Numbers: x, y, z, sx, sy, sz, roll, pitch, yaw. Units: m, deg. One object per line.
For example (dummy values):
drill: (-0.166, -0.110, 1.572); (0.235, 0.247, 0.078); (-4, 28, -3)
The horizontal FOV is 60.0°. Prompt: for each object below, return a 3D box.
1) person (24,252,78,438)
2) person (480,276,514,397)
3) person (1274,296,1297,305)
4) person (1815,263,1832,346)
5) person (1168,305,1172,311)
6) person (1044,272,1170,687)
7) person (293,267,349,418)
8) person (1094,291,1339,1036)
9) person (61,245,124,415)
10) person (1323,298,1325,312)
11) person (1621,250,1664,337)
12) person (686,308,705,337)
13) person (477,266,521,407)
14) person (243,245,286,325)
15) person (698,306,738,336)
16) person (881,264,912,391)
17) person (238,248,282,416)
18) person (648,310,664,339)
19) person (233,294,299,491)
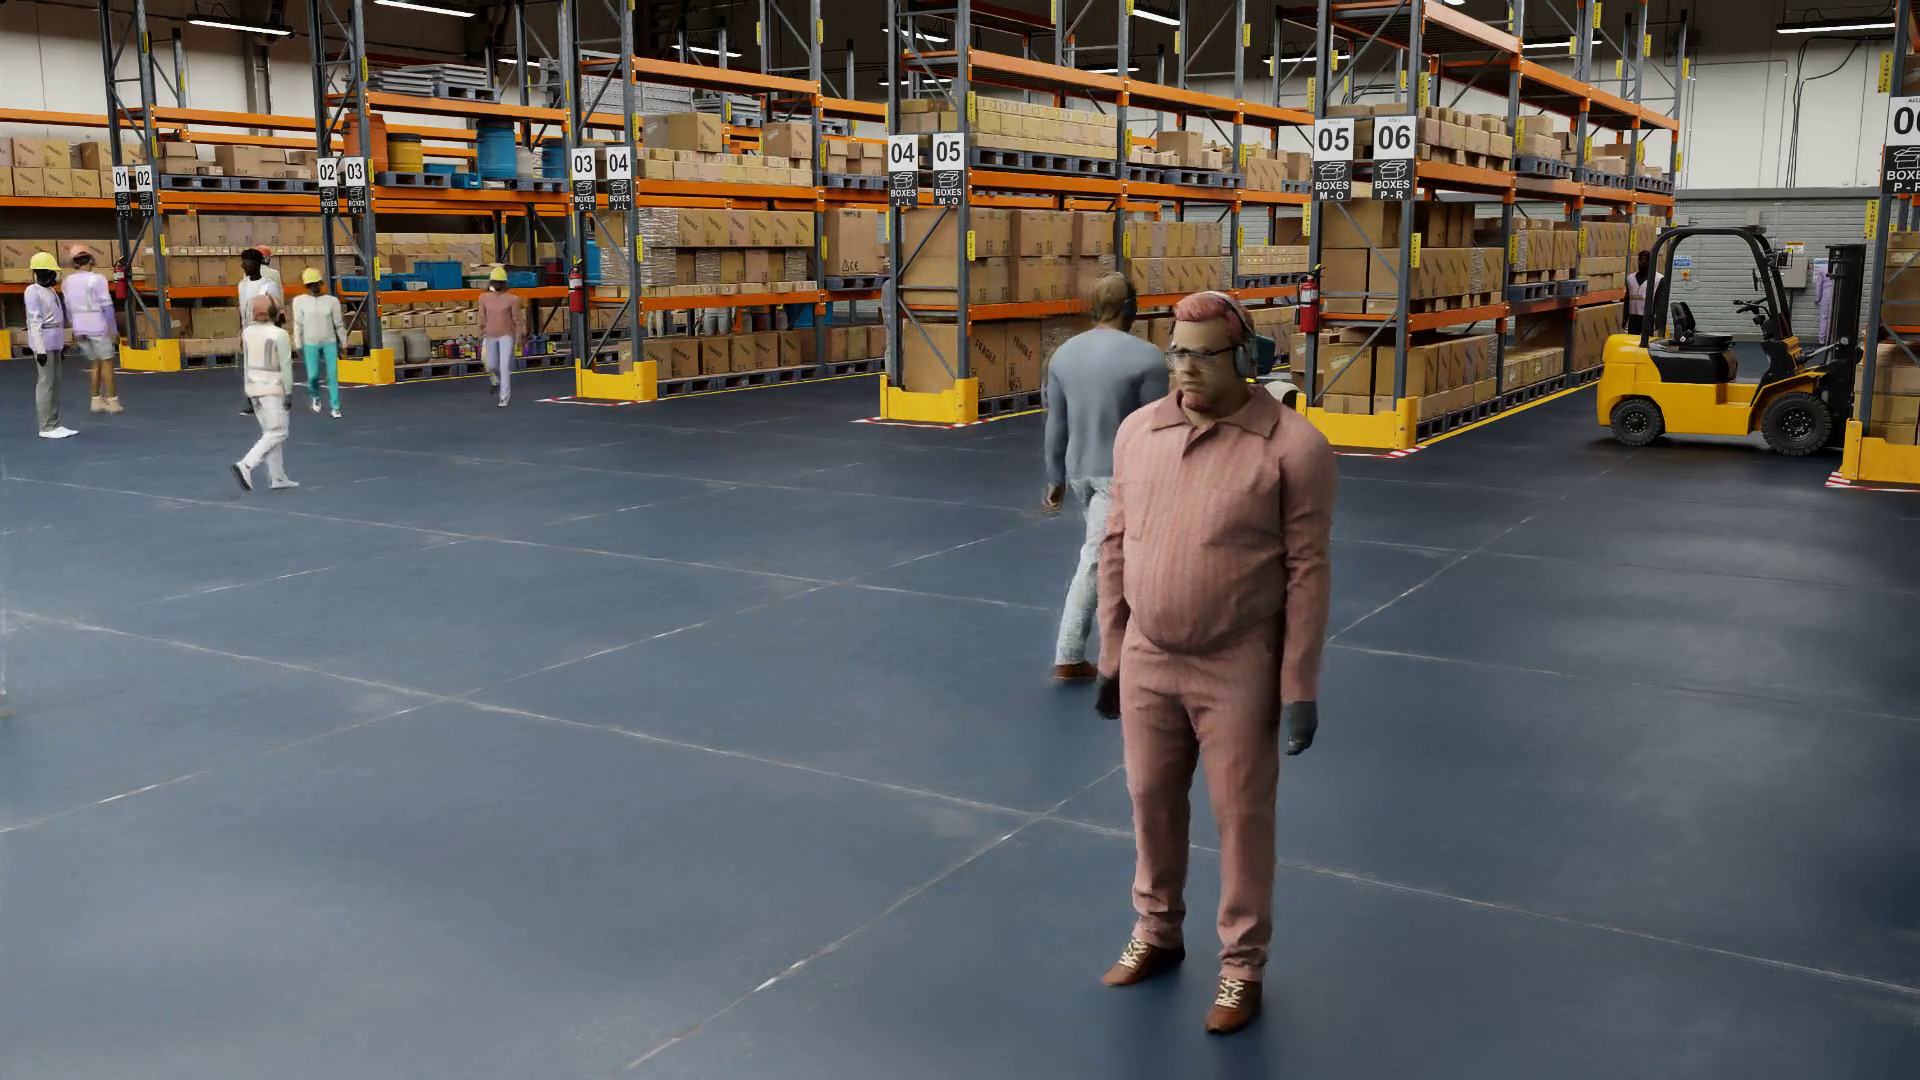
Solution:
person: (-9.493, -2.025, 17.351); (0.373, 1.925, 0.595); (-2, 10, -11)
person: (-6.095, -2.680, 21.877); (0.524, 1.617, 0.374); (2, 10, 12)
person: (6.466, -4.767, 32.777); (0.545, 1.915, 0.689); (9, 14, 42)
person: (17.165, -4.754, 32.689); (0.639, 1.910, 0.407); (5, 11, 24)
person: (3.998, -4.157, 29.507); (0.518, 1.848, 0.506); (8, 13, 37)
person: (0.754, -0.300, 7.805); (1.032, 1.877, 0.648); (-10, 14, -43)
person: (-7.380, -2.274, 19.228); (0.600, 1.742, 0.448); (-5, 11, -26)
person: (0.650, 0.321, 4.351); (0.673, 1.921, 0.458); (7, 12, 35)
person: (-10.250, -2.467, 19.643); (0.645, 1.992, 0.415); (3, 11, 17)
person: (7.375, -4.759, 33.597); (0.848, 1.585, 0.535); (-5, 11, -25)
person: (9.845, -3.206, 23.996); (0.377, 1.915, 0.600); (-8, 13, -37)
person: (-5.218, -4.621, 32.734); (0.503, 1.627, 0.270); (7, 12, 35)
person: (-5.742, -2.551, 20.824); (0.529, 1.740, 0.739); (1, 10, 6)
person: (-10.469, -3.443, 25.102); (0.610, 1.996, 0.379); (1, 10, 8)
person: (-3.671, -3.439, 25.272); (0.625, 1.934, 0.364); (0, 10, 2)
person: (-0.848, -2.955, 22.821); (0.404, 1.835, 0.587); (-6, 12, -31)
person: (-8.185, -2.416, 19.427); (0.602, 1.967, 0.370); (5, 11, 24)
person: (-6.269, -5.007, 34.234); (0.518, 1.865, 0.326); (6, 12, 31)
person: (-5.672, -1.180, 13.495); (0.526, 1.621, 0.636); (5, 11, 28)
